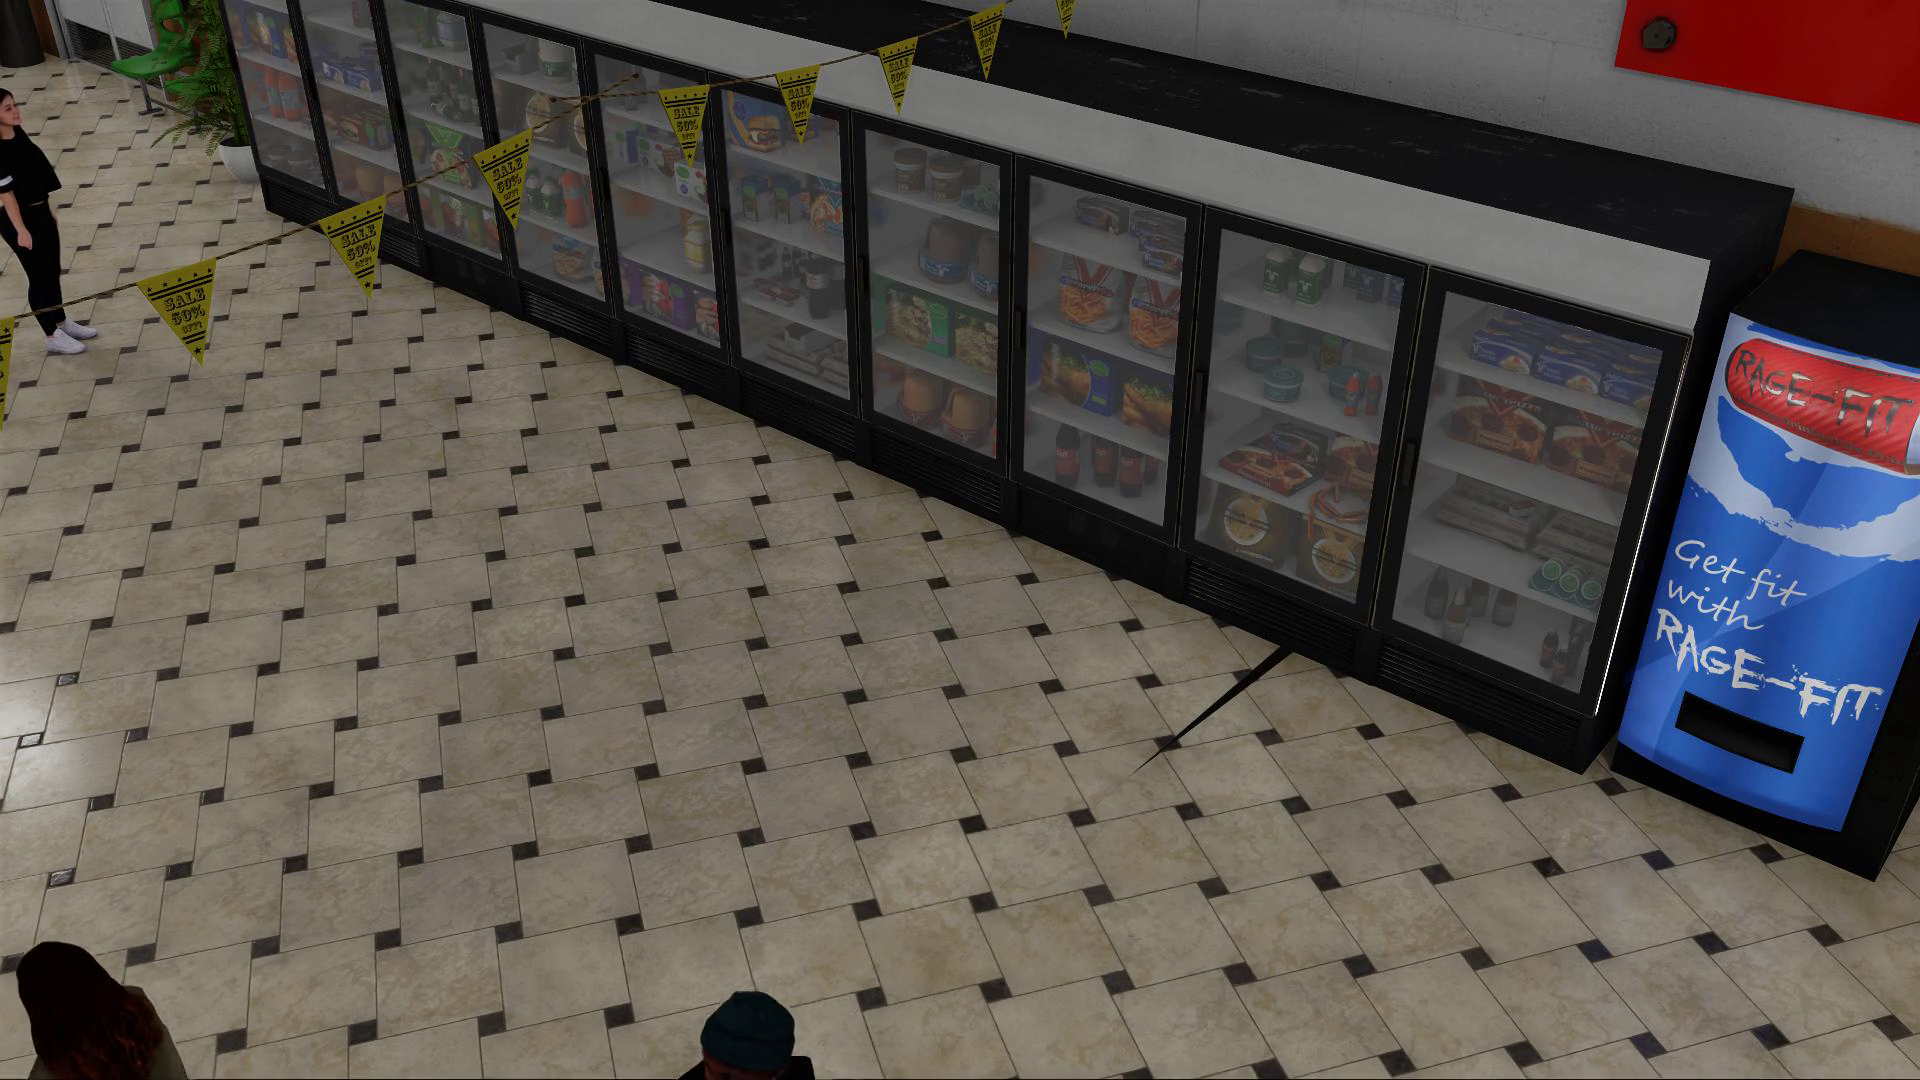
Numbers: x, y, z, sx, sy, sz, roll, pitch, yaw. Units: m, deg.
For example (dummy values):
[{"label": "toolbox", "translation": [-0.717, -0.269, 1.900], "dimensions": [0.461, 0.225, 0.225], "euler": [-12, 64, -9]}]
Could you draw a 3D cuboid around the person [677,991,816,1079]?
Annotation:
[{"label": "person", "translation": [-0.383, 1.718, 4.073], "dimensions": [0.744, 1.778, 1.148], "euler": [20, 37, 29]}]

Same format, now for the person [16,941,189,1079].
[{"label": "person", "translation": [-2.155, 1.675, 4.458], "dimensions": [0.872, 1.444, 0.971], "euler": [11, 33, 17]}]

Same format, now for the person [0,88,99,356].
[{"label": "person", "translation": [-5.633, -1.935, 10.075], "dimensions": [0.770, 1.639, 0.709], "euler": [-2, 32, -4]}]
